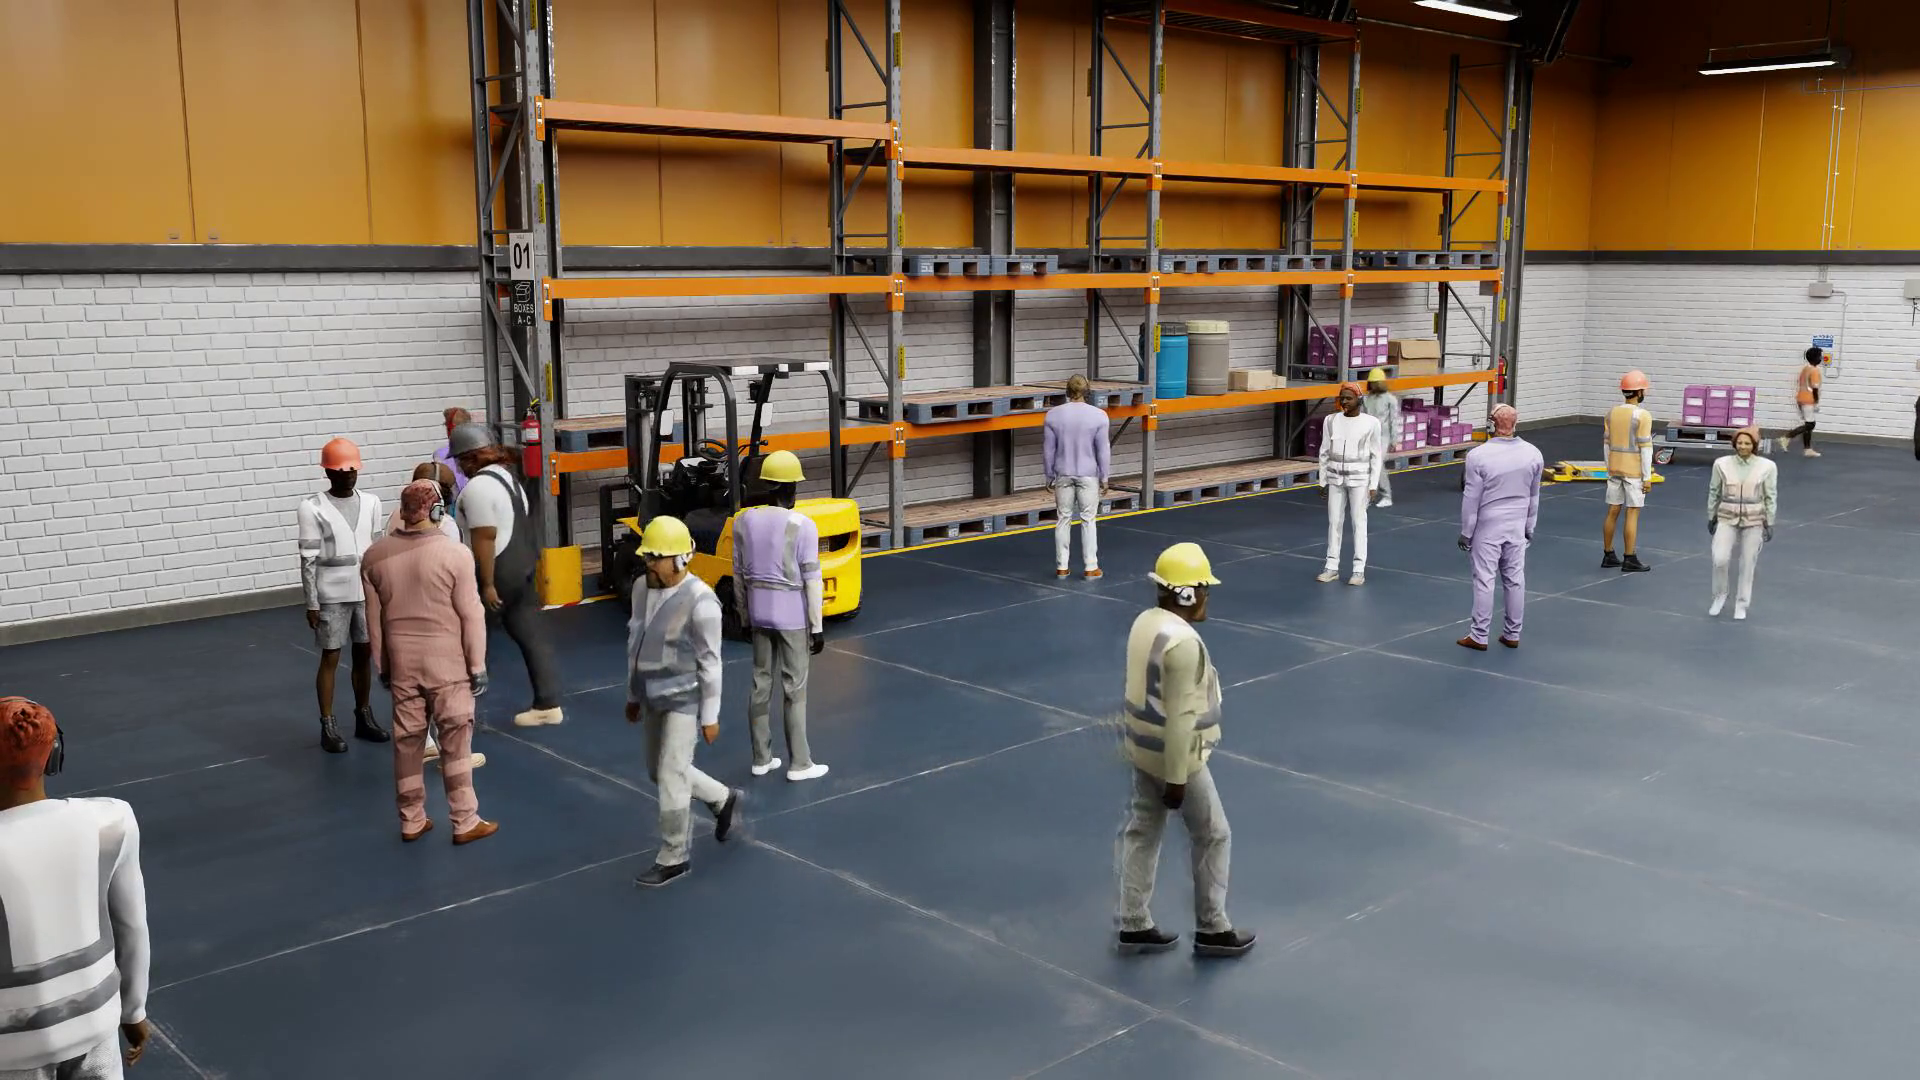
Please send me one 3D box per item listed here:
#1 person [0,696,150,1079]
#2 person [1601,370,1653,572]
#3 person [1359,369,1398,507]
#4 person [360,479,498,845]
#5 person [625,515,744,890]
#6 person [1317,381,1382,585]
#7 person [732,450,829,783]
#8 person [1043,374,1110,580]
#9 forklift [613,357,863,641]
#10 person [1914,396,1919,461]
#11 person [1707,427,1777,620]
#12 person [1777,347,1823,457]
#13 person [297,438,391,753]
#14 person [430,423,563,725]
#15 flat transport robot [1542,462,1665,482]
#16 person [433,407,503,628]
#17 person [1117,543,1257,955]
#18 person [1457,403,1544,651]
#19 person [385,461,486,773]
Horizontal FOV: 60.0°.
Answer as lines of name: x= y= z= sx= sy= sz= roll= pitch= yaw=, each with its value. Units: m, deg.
person: x=-2.474 y=1.341 z=4.490 sx=0.355 sy=1.883 sz=0.575 roll=7 pitch=12 yaw=36
person: x=6.457 y=-0.663 z=16.052 sx=0.354 sy=1.942 sz=0.545 roll=-5 pitch=11 yaw=-25
person: x=4.952 y=-1.205 z=19.934 sx=0.912 sy=1.686 sz=0.501 roll=-8 pitch=13 yaw=-41
person: x=-2.722 y=0.631 z=8.597 sx=0.636 sy=1.903 sz=0.405 roll=2 pitch=10 yaw=12
person: x=-1.339 y=0.753 z=8.149 sx=0.688 sy=1.808 sz=0.601 roll=-9 pitch=13 yaw=-43
person: x=3.595 y=-0.526 z=15.415 sx=0.584 sy=1.882 sz=0.346 roll=6 pitch=12 yaw=33
person: x=-1.034 y=0.442 z=9.622 sx=0.590 sy=1.927 sz=0.367 roll=5 pitch=11 yaw=27
person: x=1.096 y=-0.585 z=15.607 sx=0.634 sy=1.936 sz=0.351 roll=3 pitch=10 yaw=16
forklift: x=-1.847 y=-0.414 z=13.852 sx=1.214 sy=2.155 sz=2.313 roll=-9 pitch=13 yaw=-42
person: x=11.189 y=-1.090 z=18.944 sx=0.619 sy=1.819 sz=0.874 roll=1 pitch=10 yaw=7
person: x=6.509 y=-0.131 z=13.868 sx=0.533 sy=1.622 sz=0.412 roll=5 pitch=11 yaw=29
person: x=12.709 y=-2.074 z=25.046 sx=0.603 sy=1.682 sz=0.539 roll=2 pitch=10 yaw=11
person: x=-3.763 y=0.331 z=10.244 sx=0.376 sy=1.935 sz=0.550 roll=8 pitch=13 yaw=39
person: x=-3.062 y=0.200 z=10.705 sx=1.052 sy=2.000 sz=0.731 roll=2 pitch=10 yaw=11
flat transport robot: x=8.693 y=-0.929 z=22.494 sx=1.431 sy=0.197 sz=0.652 roll=1 pitch=10 yaw=5
person: x=-3.977 y=-0.165 z=13.470 sx=0.744 sy=1.825 sz=0.584 roll=5 pitch=11 yaw=26
person: x=1.014 y=0.910 z=7.192 sx=0.734 sy=1.808 sz=0.608 roll=-2 pitch=10 yaw=-14
person: x=4.138 y=-0.098 z=12.833 sx=0.642 sy=1.913 sz=0.409 roll=-2 pitch=10 yaw=-14
person: x=-3.104 y=0.450 z=9.847 sx=0.634 sy=1.834 sz=0.429 roll=8 pitch=12 yaw=38
